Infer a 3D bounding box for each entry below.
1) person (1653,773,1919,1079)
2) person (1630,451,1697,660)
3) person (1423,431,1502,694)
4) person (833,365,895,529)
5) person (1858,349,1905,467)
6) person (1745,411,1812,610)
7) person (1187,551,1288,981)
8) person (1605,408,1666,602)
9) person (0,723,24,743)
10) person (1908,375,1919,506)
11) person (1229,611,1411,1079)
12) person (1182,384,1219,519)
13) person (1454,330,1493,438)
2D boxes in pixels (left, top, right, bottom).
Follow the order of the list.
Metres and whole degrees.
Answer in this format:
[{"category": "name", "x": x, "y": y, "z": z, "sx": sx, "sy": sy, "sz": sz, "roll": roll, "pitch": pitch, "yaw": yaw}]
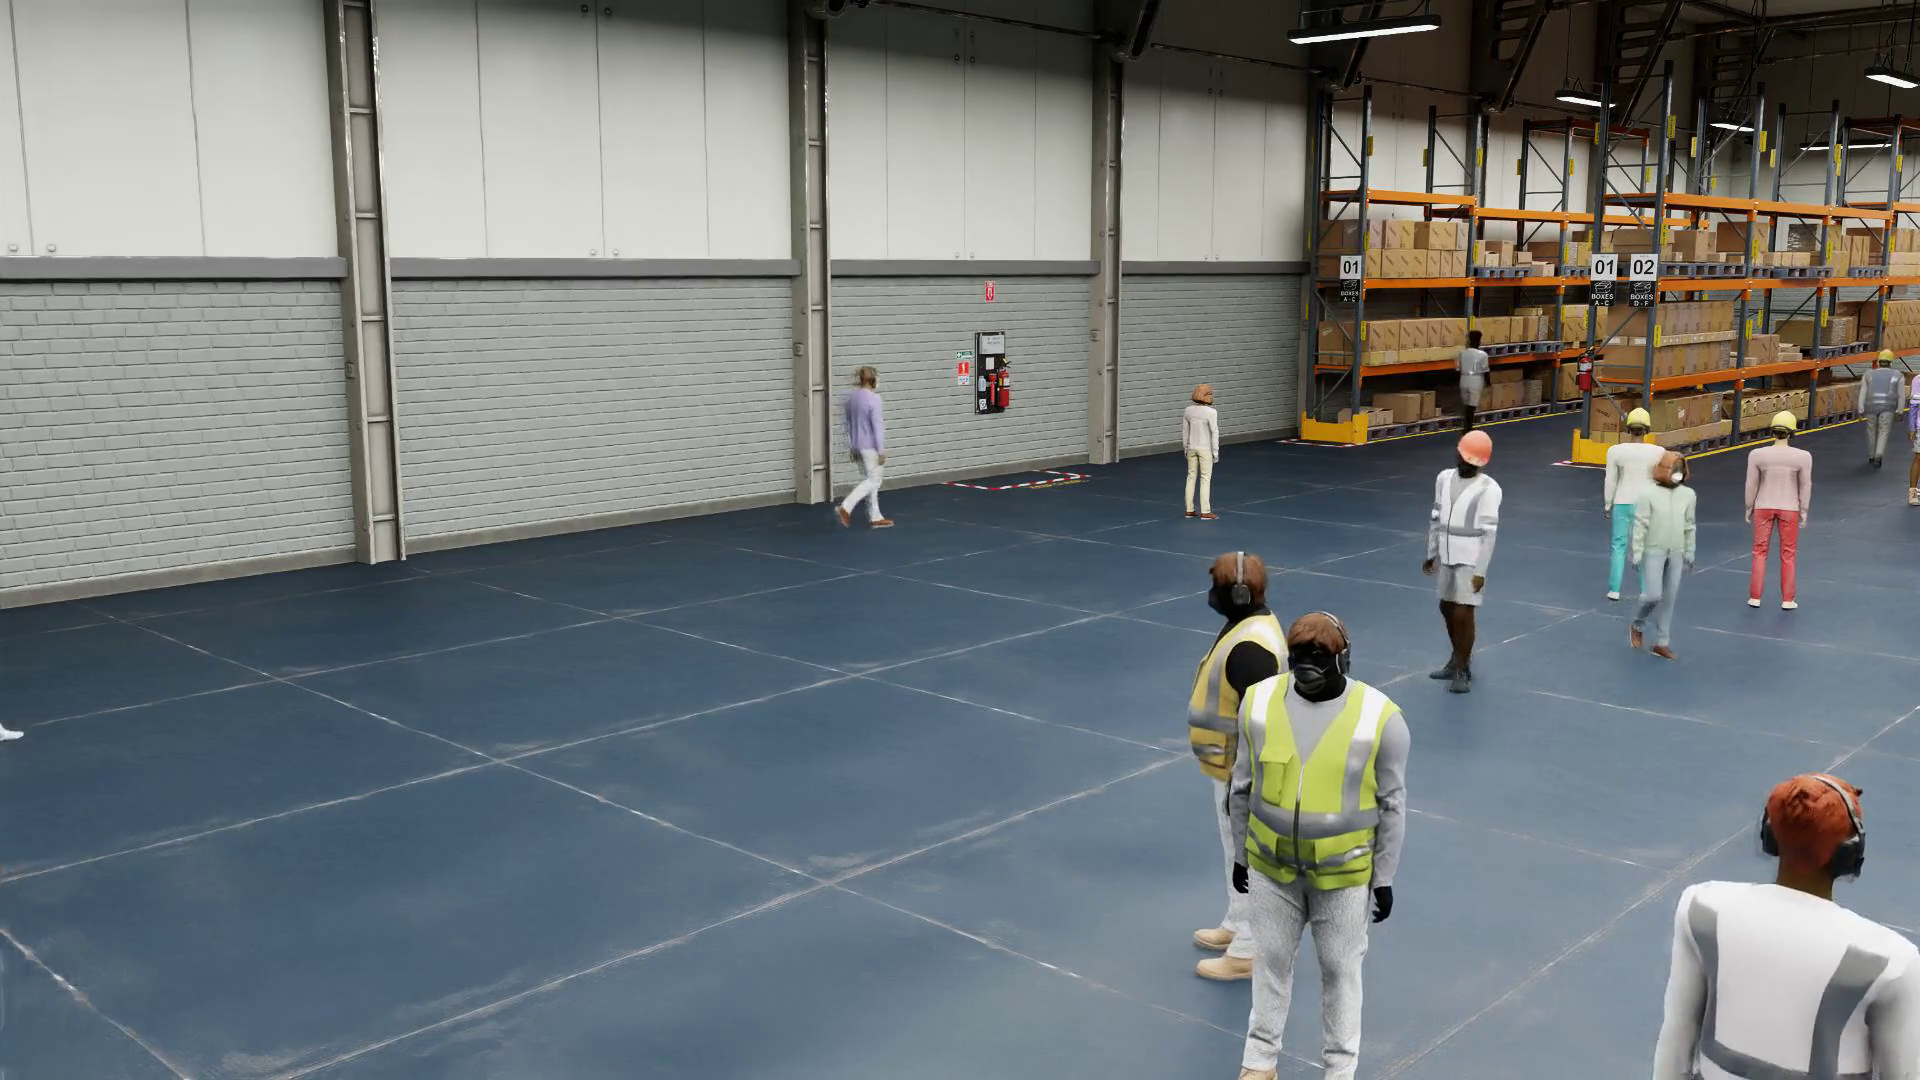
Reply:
[{"category": "person", "x": 2.005, "y": 1.469, "z": 4.052, "sx": 0.998, "sy": 1.835, "sz": 0.599, "roll": -8, "pitch": 12, "yaw": -39}, {"category": "person", "x": 5.464, "y": 0.114, "z": 12.899, "sx": 0.517, "sy": 1.621, "sz": 0.360, "roll": -2, "pitch": 9, "yaw": -11}, {"category": "person", "x": 3.622, "y": 0.144, "z": 11.954, "sx": 0.459, "sy": 1.894, "sz": 0.615, "roll": -5, "pitch": 11, "yaw": -28}, {"category": "person", "x": -1.109, "y": -1.054, "z": 19.139, "sx": 0.742, "sy": 1.923, "sz": 0.638, "roll": -6, "pitch": 11, "yaw": -31}, {"category": "person", "x": 14.046, "y": -2.009, "z": 25.364, "sx": 0.606, "sy": 1.801, "sz": 0.882, "roll": 7, "pitch": 12, "yaw": 37}, {"category": "person", "x": 7.249, "y": -0.260, "z": 14.771, "sx": 0.526, "sy": 1.769, "sz": 0.330, "roll": 5, "pitch": 11, "yaw": 30}, {"category": "person", "x": 1.187, "y": 0.956, "z": 7.134, "sx": 0.429, "sy": 1.840, "sz": 0.633, "roll": 1, "pitch": 9, "yaw": 7}, {"category": "person", "x": 6.119, "y": -0.313, "z": 15.092, "sx": 0.523, "sy": 1.772, "sz": 0.308, "roll": 4, "pitch": 10, "yaw": 24}, {"category": "person", "x": -6.233, "y": 0.543, "z": 10.305, "sx": 0.521, "sy": 1.613, "sz": 0.710, "roll": 6, "pitch": 11, "yaw": 33}, {"category": "person", "x": 12.391, "y": -1.443, "z": 21.145, "sx": 0.607, "sy": 2.044, "sz": 0.372, "roll": 2, "pitch": 9, "yaw": 9}, {"category": "person", "x": 1.250, "y": 1.156, "z": 5.915, "sx": 0.624, "sy": 1.844, "sz": 0.430, "roll": 5, "pitch": 10, "yaw": 27}, {"category": "person", "x": 2.914, "y": -1.066, "z": 20.092, "sx": 0.268, "sy": 1.631, "sz": 0.507, "roll": -9, "pitch": 13, "yaw": -44}, {"category": "person", "x": 9.041, "y": -2.691, "z": 29.090, "sx": 0.852, "sy": 1.936, "sz": 0.607, "roll": -6, "pitch": 11, "yaw": -34}]
